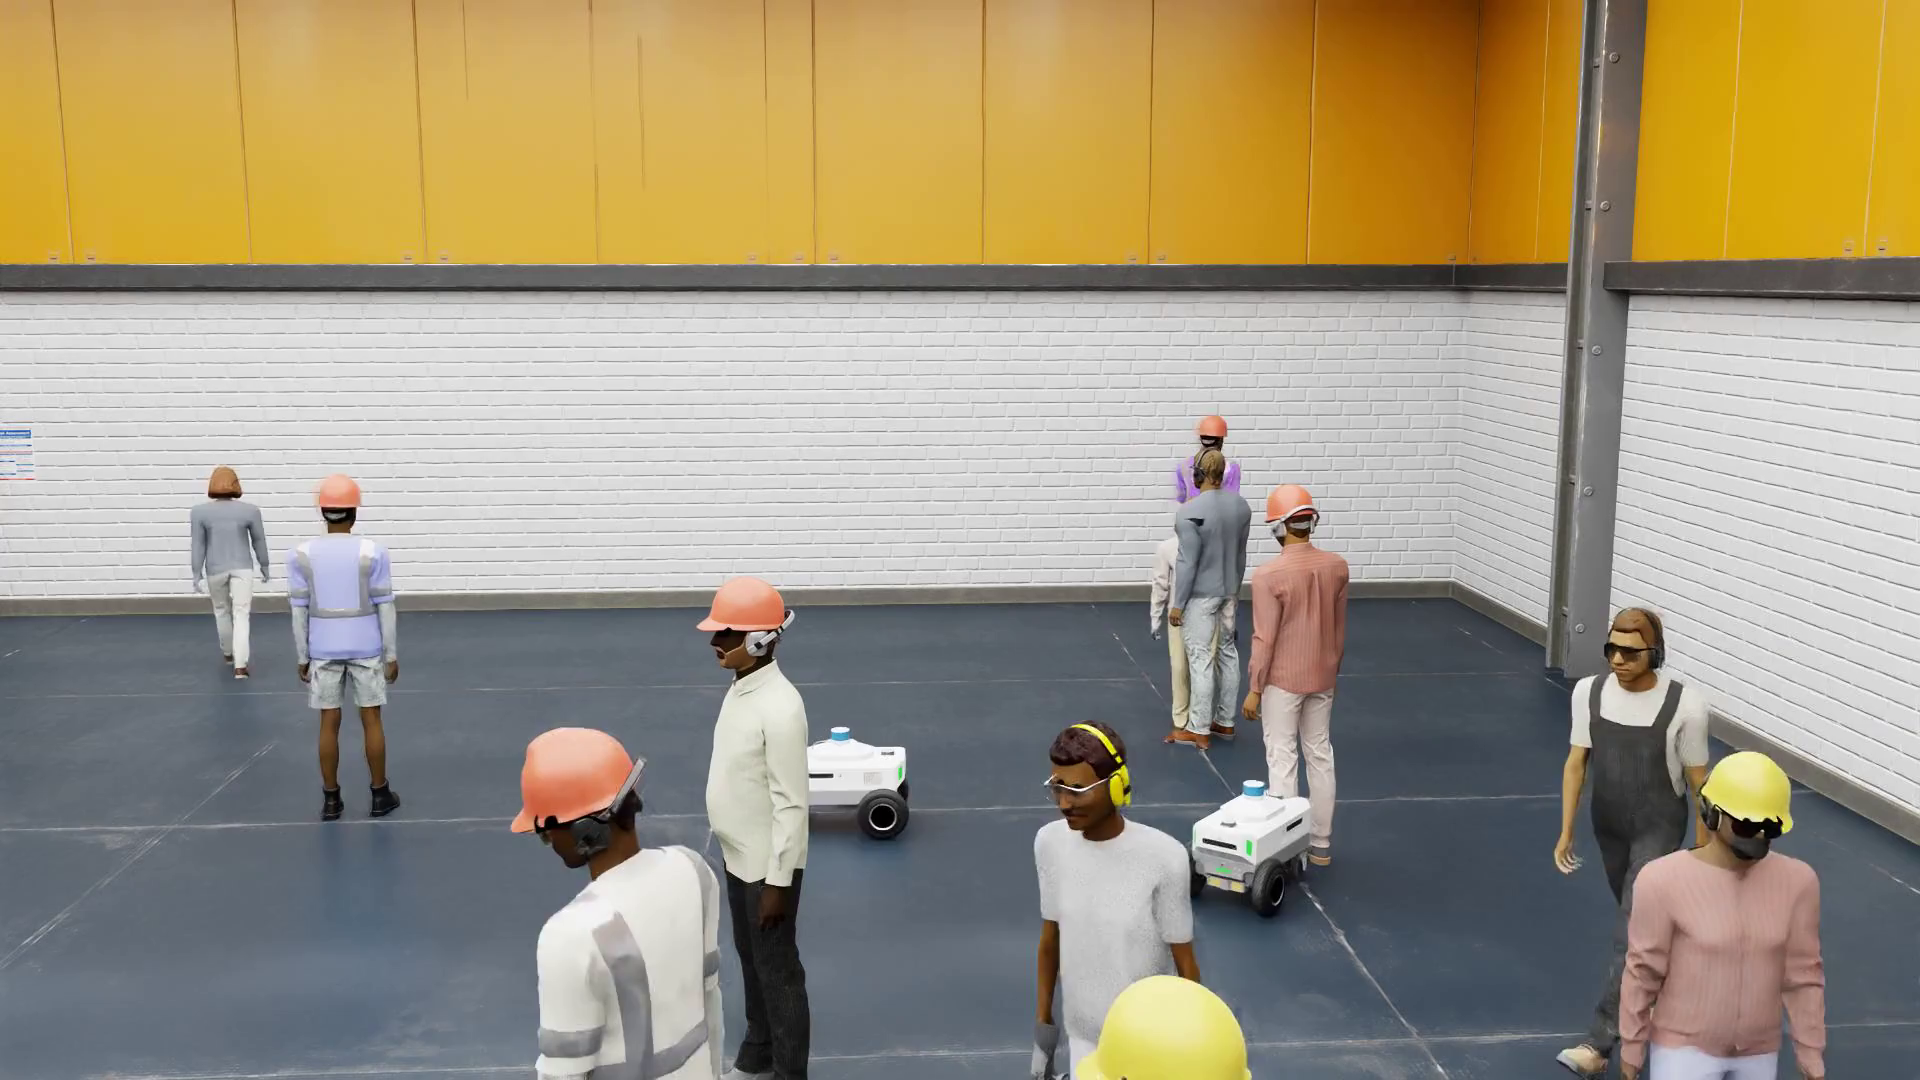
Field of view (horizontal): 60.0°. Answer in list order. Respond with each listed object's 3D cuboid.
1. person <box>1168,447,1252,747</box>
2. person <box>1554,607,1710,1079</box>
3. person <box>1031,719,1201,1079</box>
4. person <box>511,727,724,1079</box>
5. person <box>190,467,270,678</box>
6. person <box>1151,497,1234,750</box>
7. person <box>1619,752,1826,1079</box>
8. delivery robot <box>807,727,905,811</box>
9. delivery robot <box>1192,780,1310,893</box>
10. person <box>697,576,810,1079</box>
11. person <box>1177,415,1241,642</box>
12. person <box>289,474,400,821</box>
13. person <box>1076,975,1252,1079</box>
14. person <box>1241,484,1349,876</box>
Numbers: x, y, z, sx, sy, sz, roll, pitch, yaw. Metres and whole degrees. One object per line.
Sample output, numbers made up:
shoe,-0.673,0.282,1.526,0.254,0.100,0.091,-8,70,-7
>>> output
person,1.594,0.369,10.721,0.627,1.940,0.372,-8,12,-40
person,2.550,1.134,6.372,0.985,1.783,0.502,-8,12,-40
person,0.457,1.389,4.617,0.550,1.843,0.501,8,12,41
person,-0.687,1.418,3.969,0.819,2.002,0.635,3,10,19
person,-5.554,0.233,12.677,0.528,1.583,0.883,-3,10,-19
person,1.494,0.530,10.698,0.522,1.623,0.338,2,9,10
person,2.132,1.433,4.648,0.528,1.748,0.362,-1,9,-6
delivery robot,-0.656,1.269,9.103,0.707,0.478,0.477,0,9,-2
delivery robot,1.433,1.422,8.144,0.477,0.478,0.707,6,11,36
person,-0.721,1.111,5.884,0.378,1.995,0.609,-4,10,-24
person,2.056,-0.062,13.504,0.575,1.908,0.808,5,10,28
person,-3.428,0.603,9.292,0.563,1.932,0.397,-1,9,-8
person,0.310,1.643,2.897,0.849,1.888,0.597,8,12,40
person,1.689,0.707,8.452,0.609,1.984,0.398,-5,10,-30
